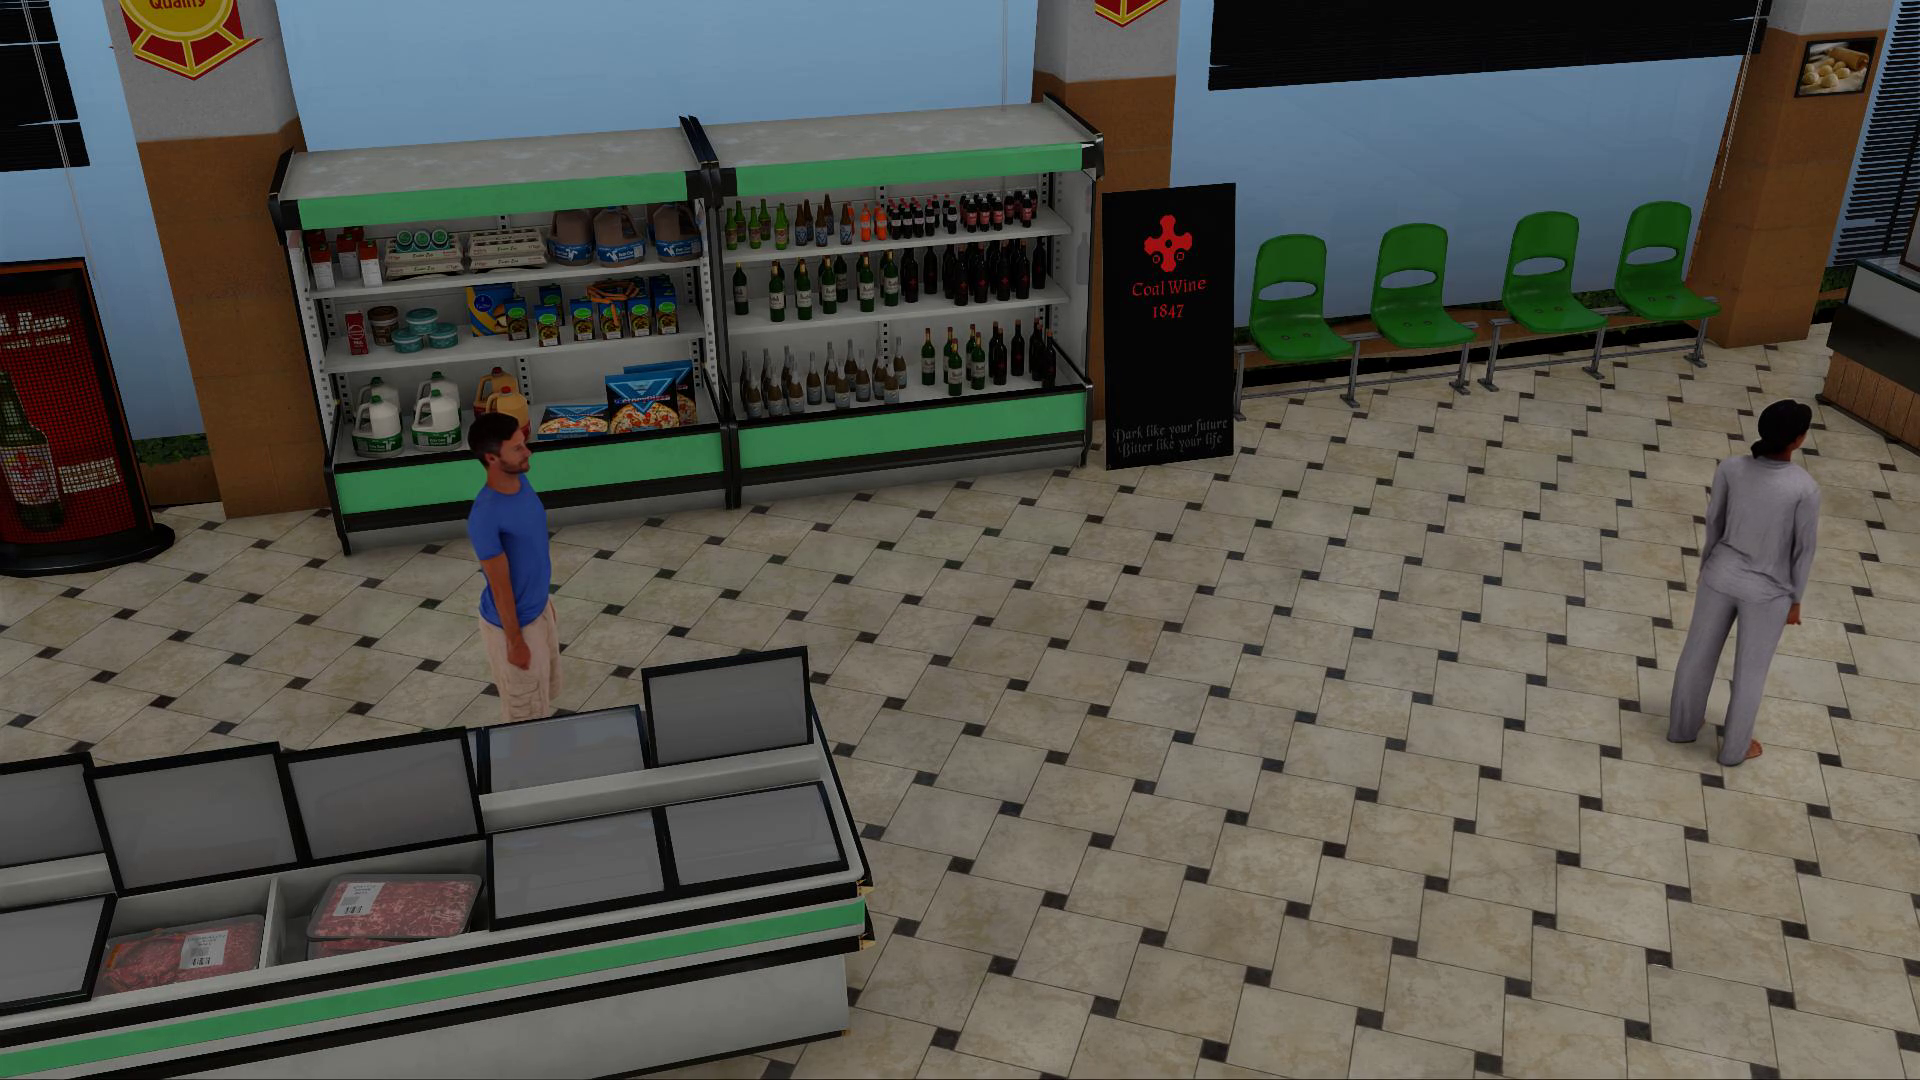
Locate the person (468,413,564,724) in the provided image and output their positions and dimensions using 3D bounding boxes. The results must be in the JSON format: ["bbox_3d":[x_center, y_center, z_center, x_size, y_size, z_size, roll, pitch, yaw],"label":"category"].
[{"bbox_3d":[-1.859,0.317,7.003,0.669,1.864,0.708,1,29,3],"label":"person"}]

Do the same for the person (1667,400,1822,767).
[{"bbox_3d":[3.486,0.190,7.369,0.698,1.736,0.714,-23,36,-35],"label":"person"}]
